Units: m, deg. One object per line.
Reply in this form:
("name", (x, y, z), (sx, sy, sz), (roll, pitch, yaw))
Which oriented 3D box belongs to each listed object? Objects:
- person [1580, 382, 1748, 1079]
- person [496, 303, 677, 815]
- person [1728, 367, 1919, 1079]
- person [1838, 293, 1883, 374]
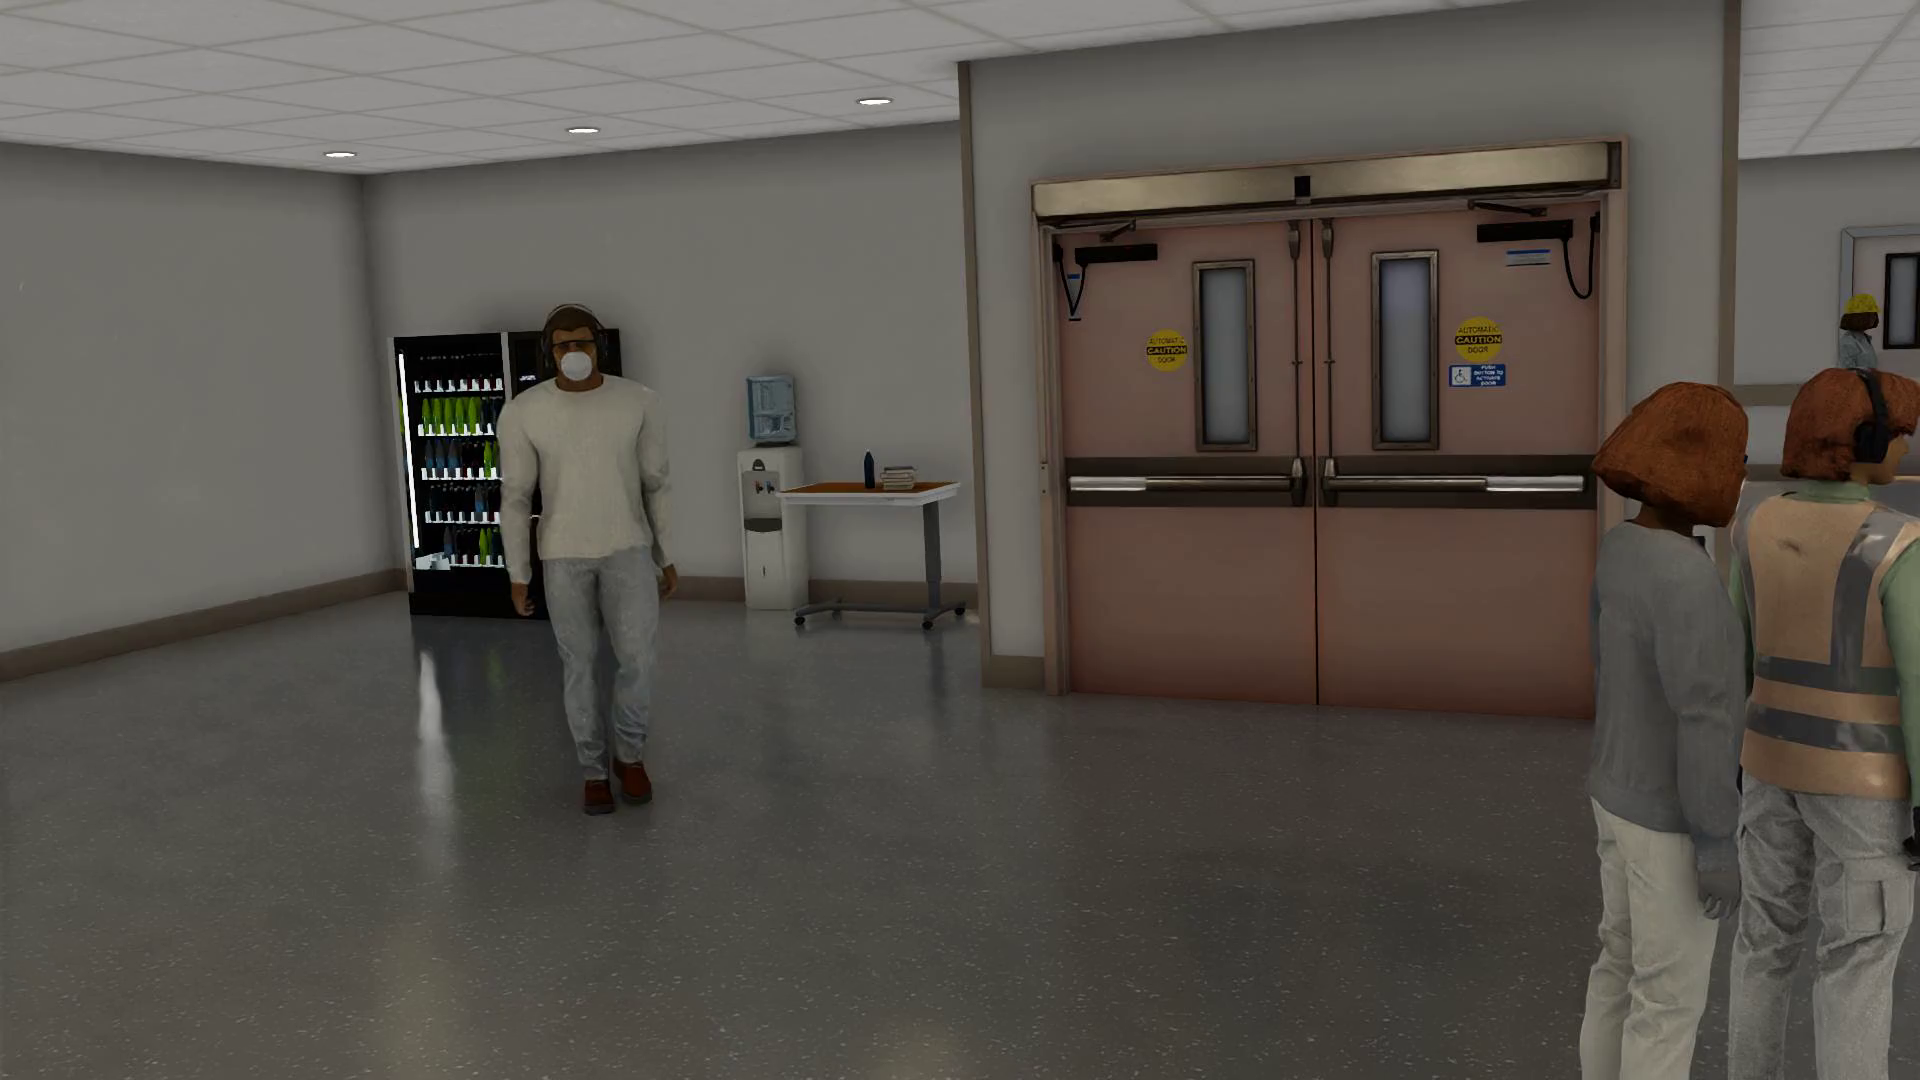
("person", (1.322, 0.523, 3.099), (0.281, 1.633, 0.499), (-2, 7, 4))
("person", (-1.376, 0.084, 6.214), (0.649, 1.919, 0.459), (-4, 8, -15))
("person", (1.724, 0.481, 3.289), (0.311, 1.636, 0.523), (-5, 8, -17))
("person", (6.950, -1.026, 12.863), (0.294, 1.744, 0.486), (4, 10, 41))
